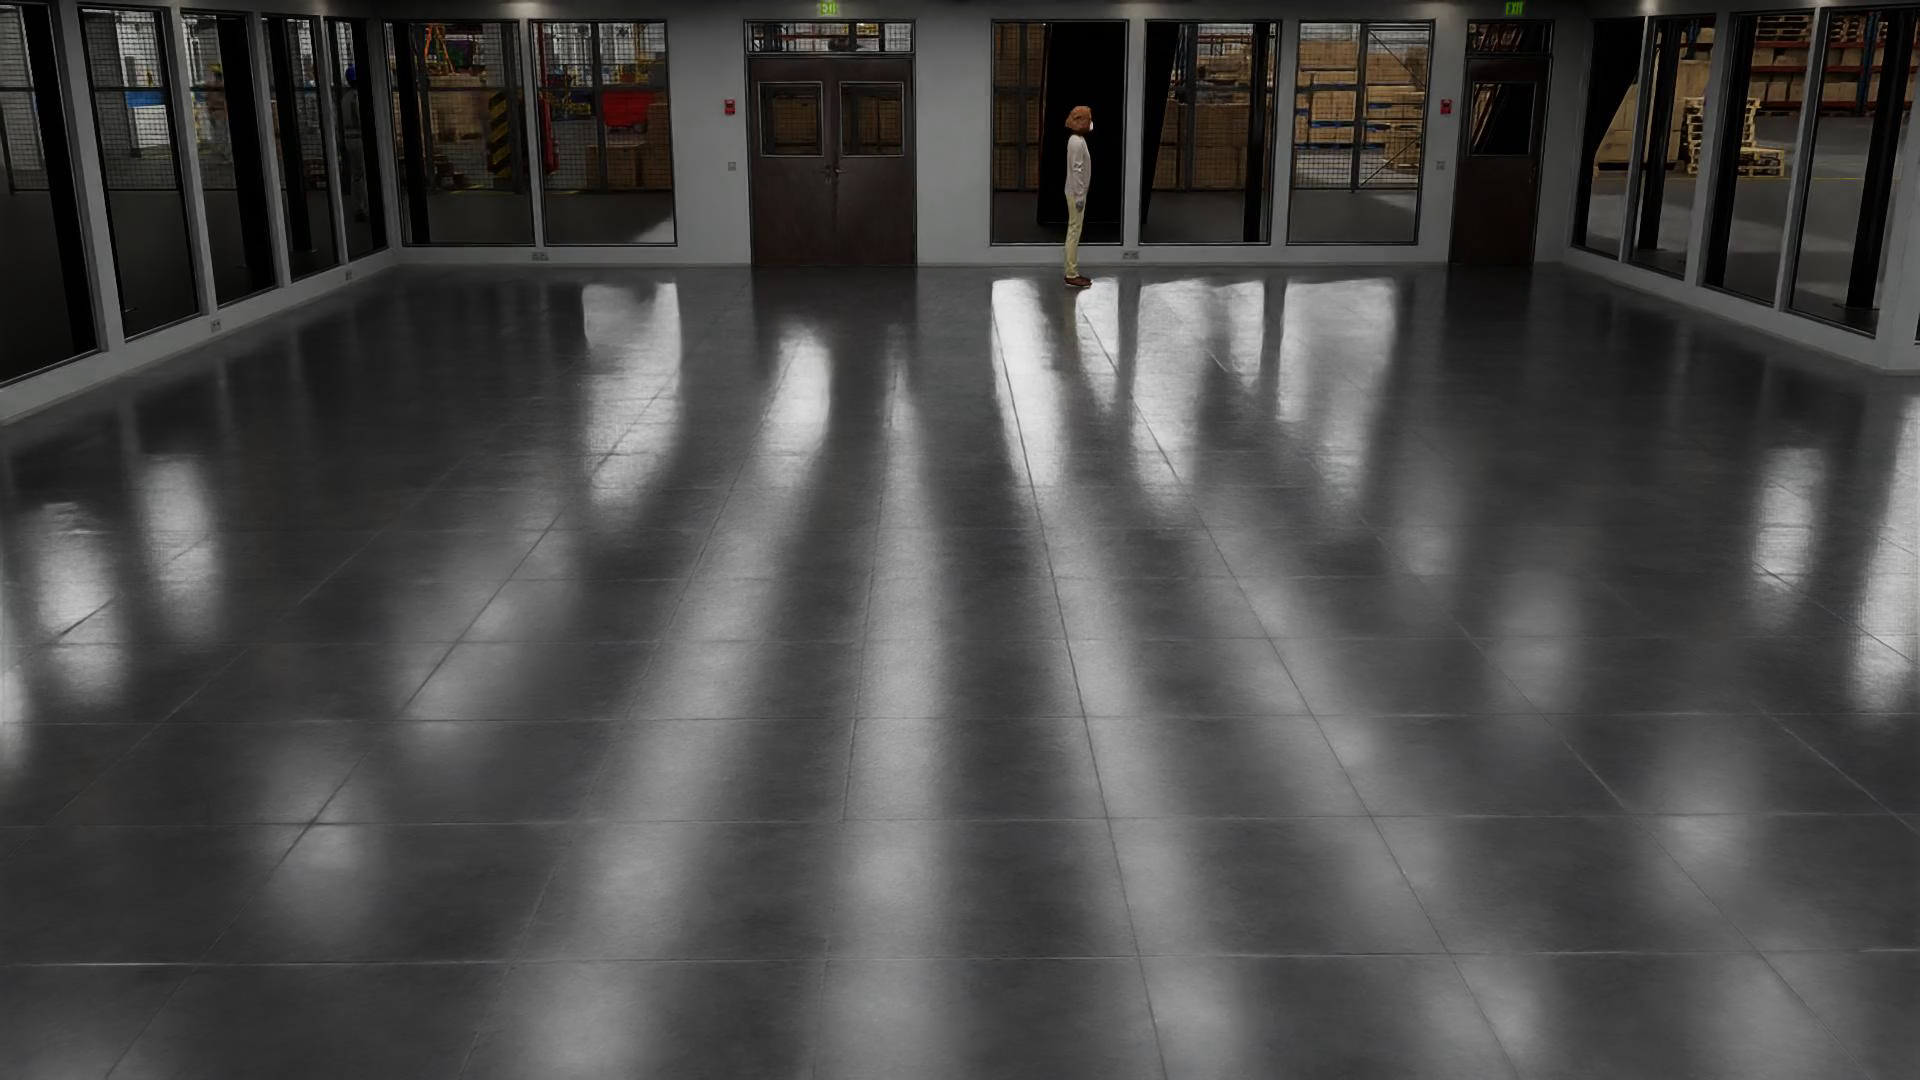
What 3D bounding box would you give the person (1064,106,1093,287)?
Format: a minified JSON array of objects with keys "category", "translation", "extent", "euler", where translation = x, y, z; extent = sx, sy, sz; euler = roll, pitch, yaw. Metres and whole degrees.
[{"category":"person","translation":[1.097,-3.173,15.375],"extent":[0.275,1.632,0.507],"euler":[1,16,3]}]
